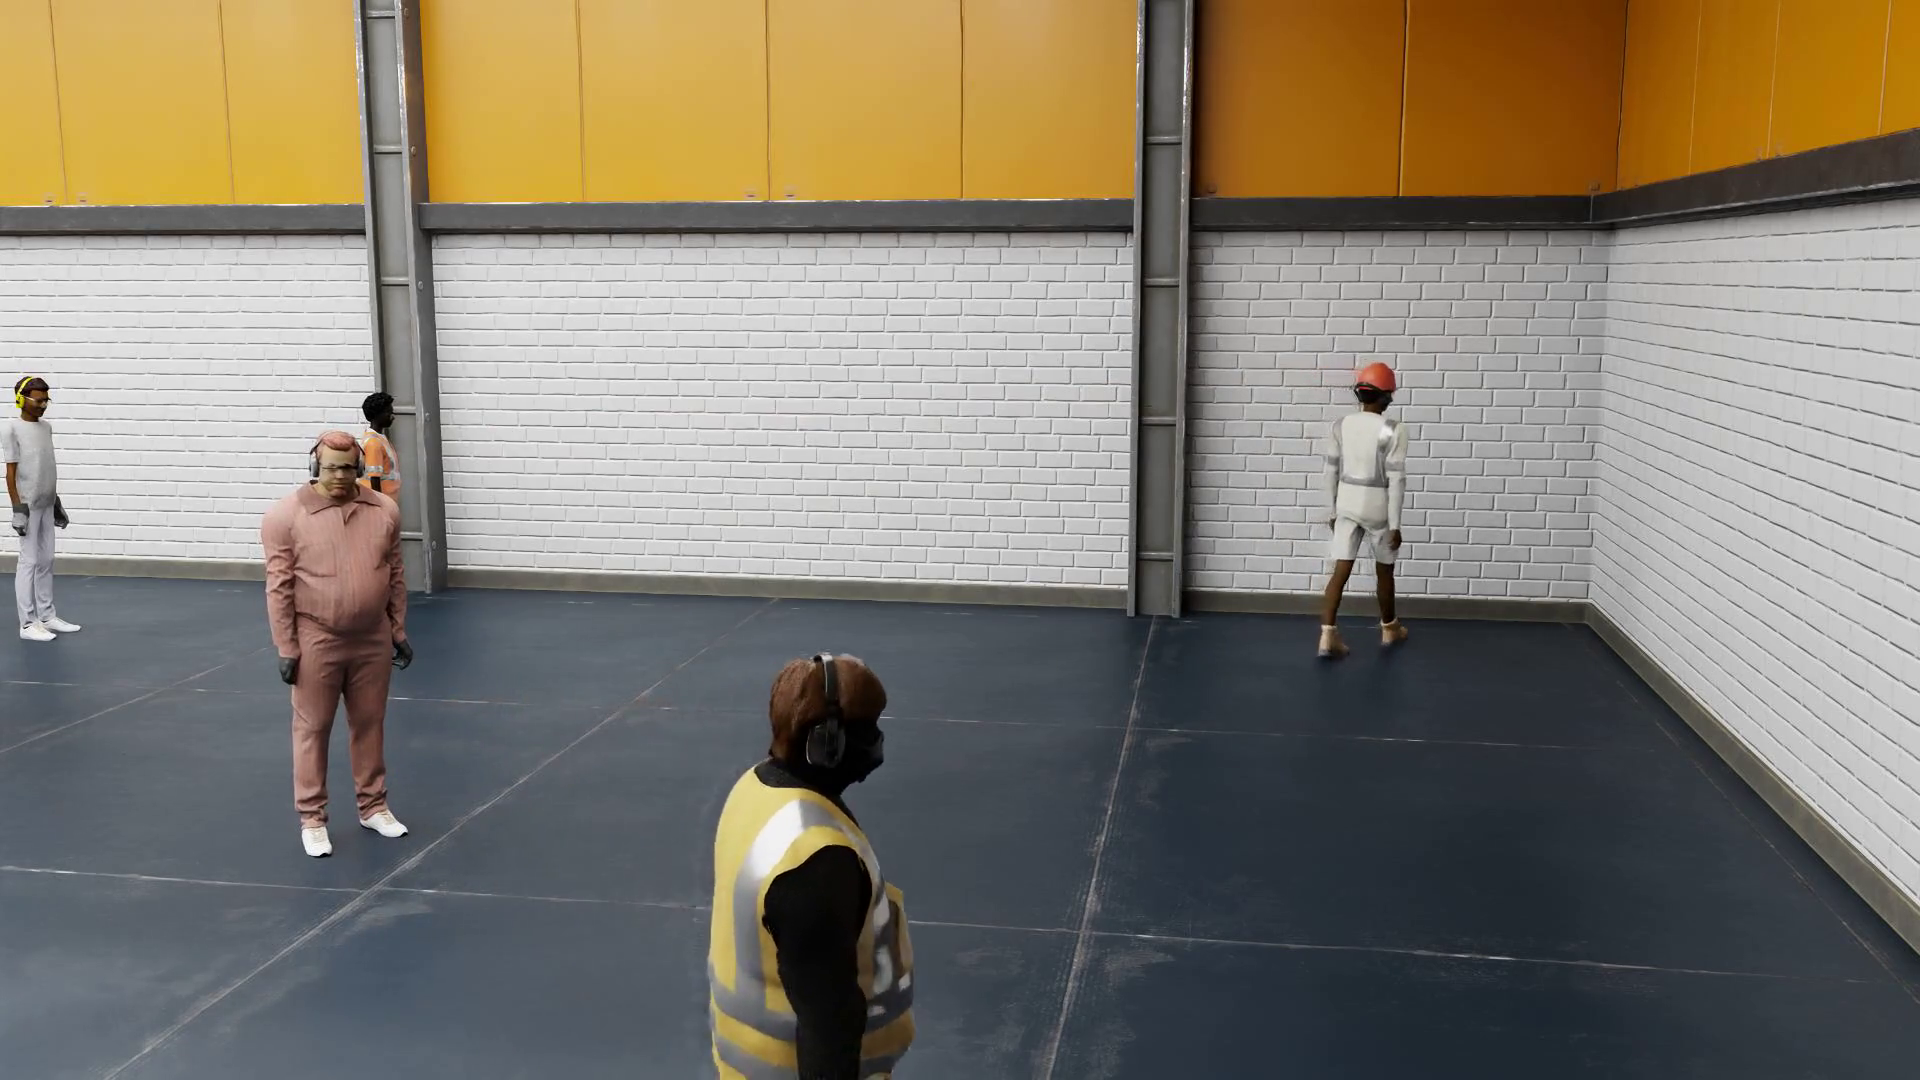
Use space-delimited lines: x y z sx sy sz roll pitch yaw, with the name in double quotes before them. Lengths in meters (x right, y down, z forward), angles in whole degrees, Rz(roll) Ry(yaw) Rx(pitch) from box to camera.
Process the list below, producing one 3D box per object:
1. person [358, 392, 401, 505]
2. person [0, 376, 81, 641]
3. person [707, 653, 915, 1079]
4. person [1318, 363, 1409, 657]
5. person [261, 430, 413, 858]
"person" -4.405 -0.276 12.633 0.318 1.691 0.532 -3 10 -17
"person" -6.536 -0.228 11.802 0.328 1.865 0.520 1 9 4
"person" -0.366 1.133 3.521 0.624 1.820 0.635 -2 10 -15
"person" 2.750 -0.203 11.275 0.623 1.994 1.032 8 12 41
"person" -2.774 0.451 7.504 0.641 1.901 0.401 -9 13 -43
